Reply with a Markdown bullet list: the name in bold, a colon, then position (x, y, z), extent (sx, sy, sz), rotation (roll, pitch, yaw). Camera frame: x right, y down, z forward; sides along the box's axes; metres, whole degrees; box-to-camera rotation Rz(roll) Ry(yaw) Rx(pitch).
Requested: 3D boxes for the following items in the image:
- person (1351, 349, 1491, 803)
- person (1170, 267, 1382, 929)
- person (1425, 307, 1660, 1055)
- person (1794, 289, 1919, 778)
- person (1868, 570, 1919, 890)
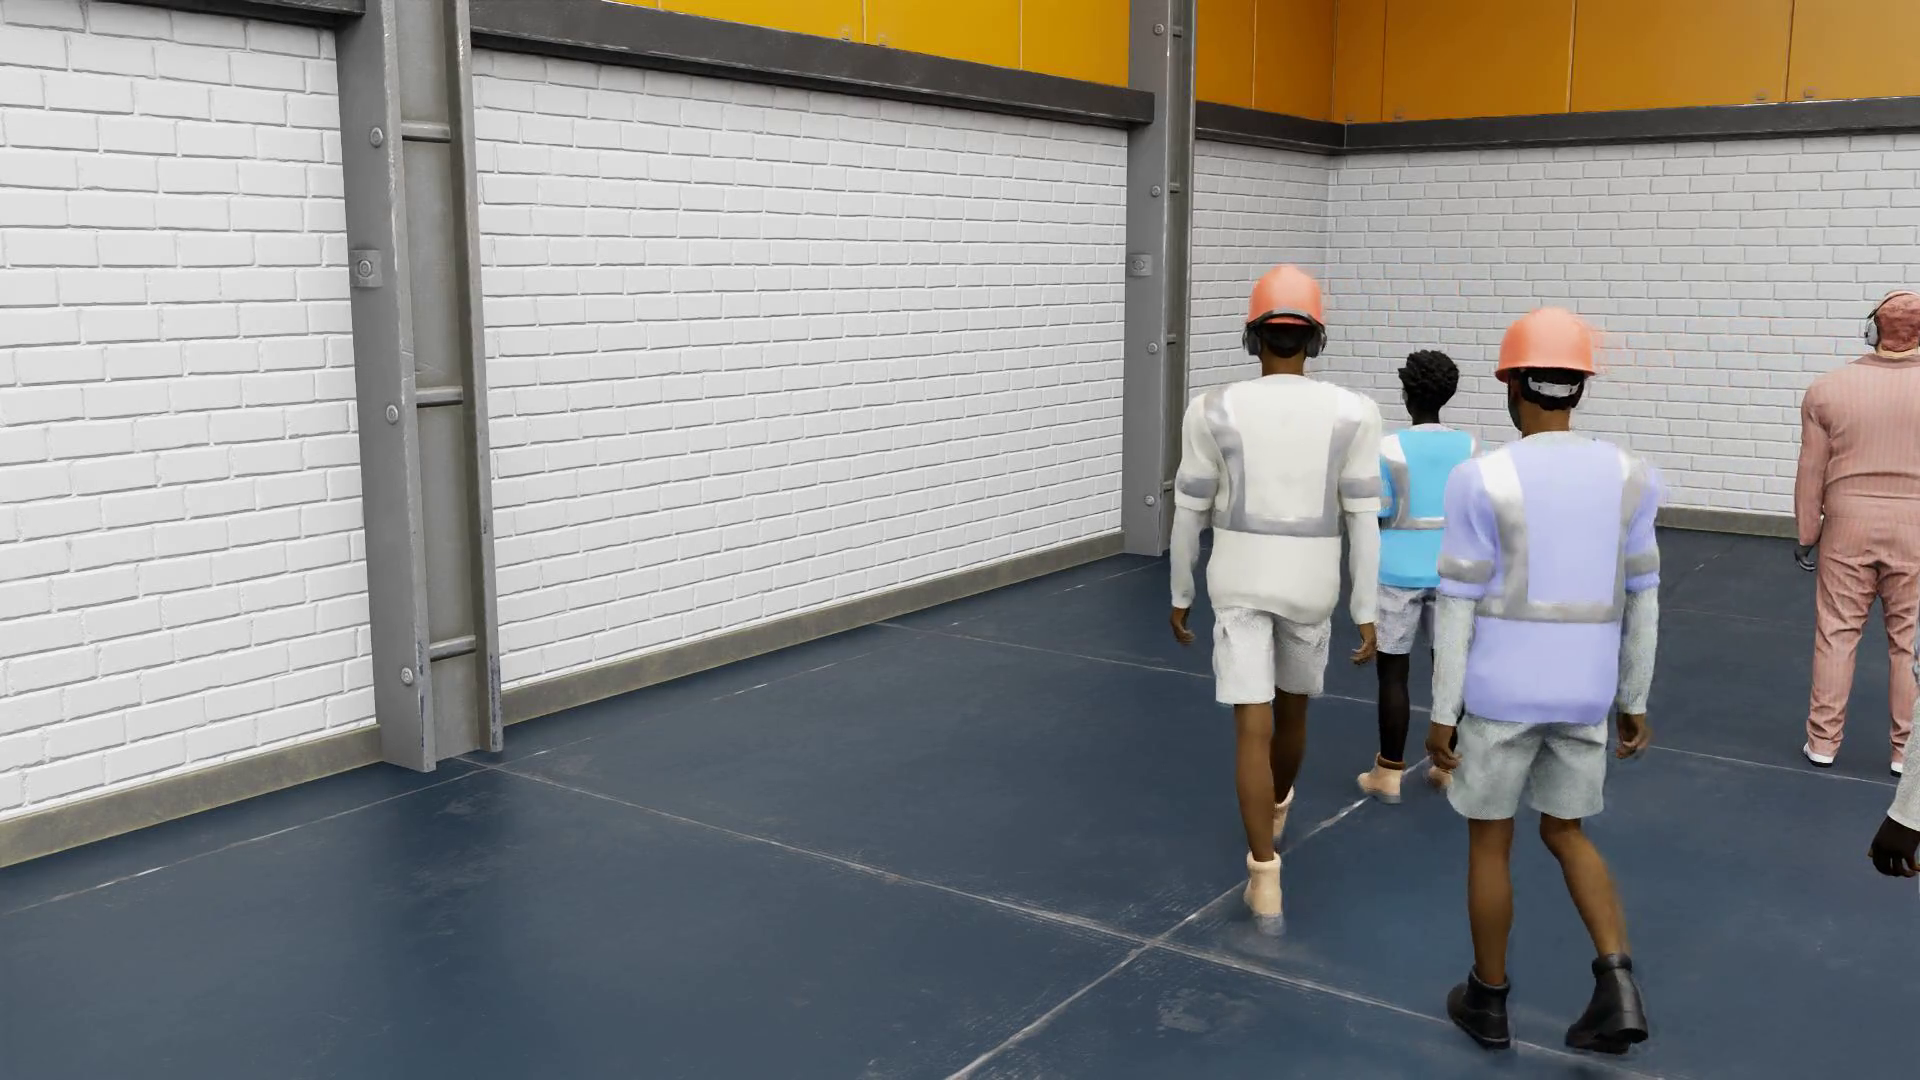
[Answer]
- **person**: position (1.720, 0.140, 6.228), extent (0.540, 1.695, 0.317), rotation (-2, 10, -12)
- **person**: position (0.989, 0.140, 5.339), extent (0.634, 1.991, 1.012), rotation (1, 10, 4)
- **person**: position (1.471, 0.383, 4.150), extent (0.576, 1.915, 0.595), rotation (-2, 10, -9)
- **person**: position (3.641, -0.022, 6.555), extent (0.649, 1.913, 0.409), rotation (6, 11, 32)
- **person**: position (2.153, 0.493, 3.473), extent (0.585, 1.918, 0.379), rotation (-4, 10, -23)
